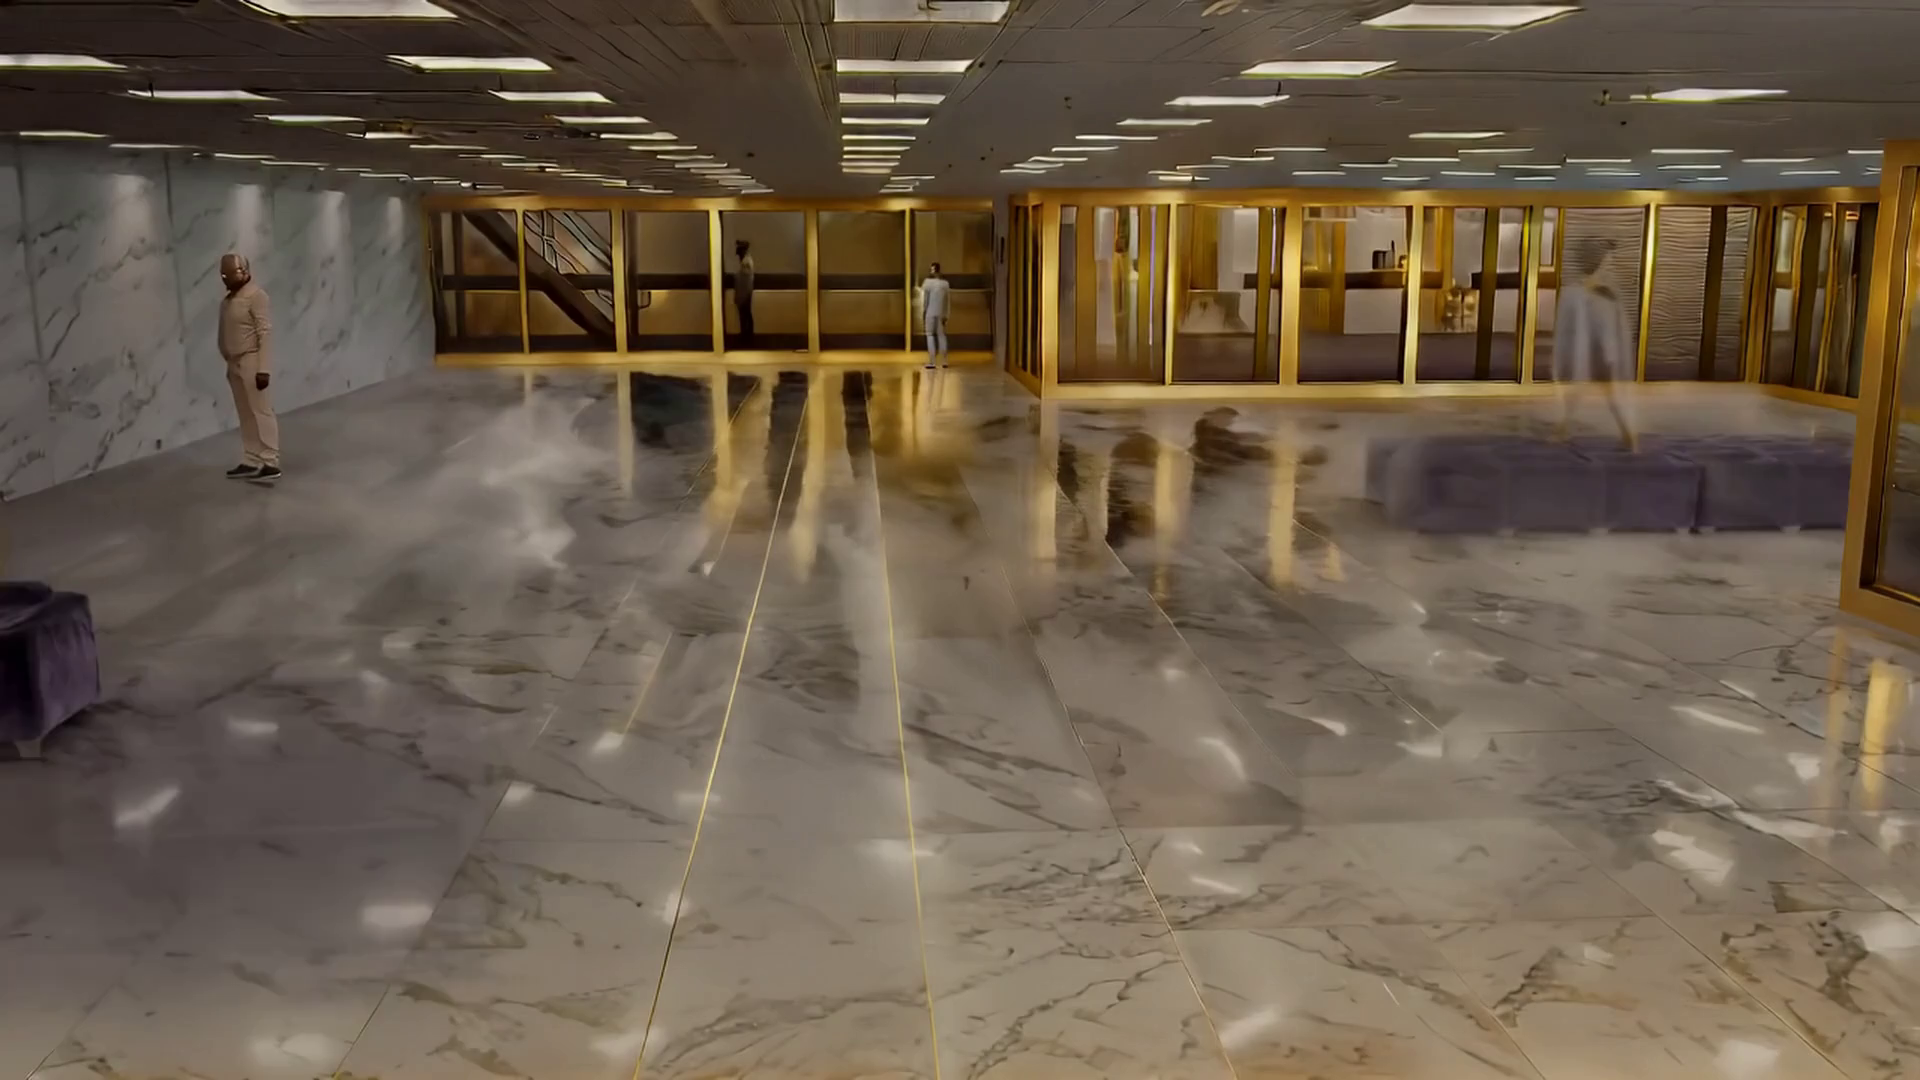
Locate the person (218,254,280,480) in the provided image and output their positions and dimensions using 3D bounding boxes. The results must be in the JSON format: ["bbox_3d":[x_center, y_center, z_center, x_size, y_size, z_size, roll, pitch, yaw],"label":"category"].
[{"bbox_3d":[-6.041,-1.458,14.072,0.641,1.901,0.401,9,14,41],"label":"person"}]

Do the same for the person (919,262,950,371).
[{"bbox_3d":[-0.380,-3.370,25.096,0.509,1.632,0.265,-6,12,-29],"label":"person"}]
